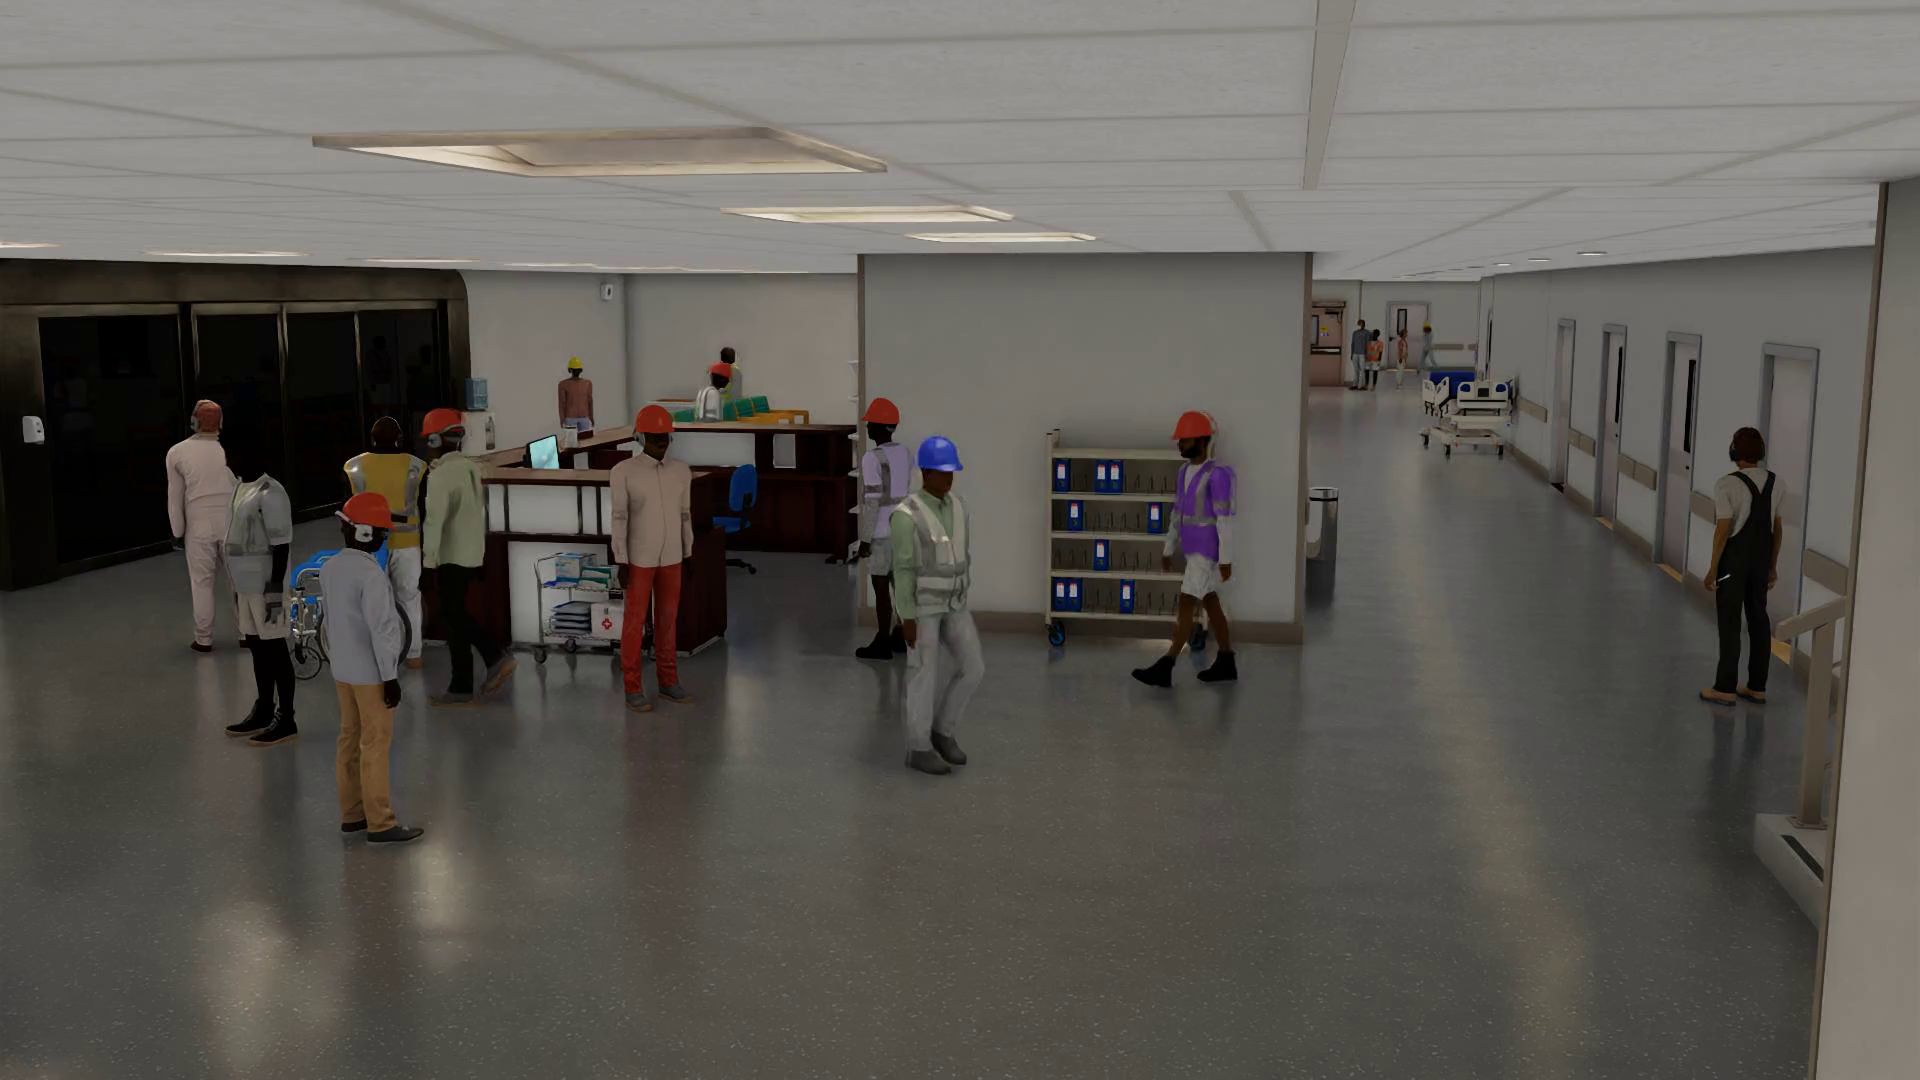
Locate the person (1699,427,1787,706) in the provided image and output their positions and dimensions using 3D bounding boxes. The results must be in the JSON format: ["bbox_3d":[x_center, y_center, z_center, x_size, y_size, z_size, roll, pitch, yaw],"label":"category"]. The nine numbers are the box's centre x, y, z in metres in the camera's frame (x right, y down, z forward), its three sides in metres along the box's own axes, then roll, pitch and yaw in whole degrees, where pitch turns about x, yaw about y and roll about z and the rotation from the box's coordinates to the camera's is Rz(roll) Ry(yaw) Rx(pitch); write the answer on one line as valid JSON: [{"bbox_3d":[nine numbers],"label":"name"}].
[{"bbox_3d":[5.158,0.176,10.958,0.514,1.842,0.327,-2,9,-12],"label":"person"}]

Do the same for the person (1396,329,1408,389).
[{"bbox_3d":[12.224,-4.999,45.978,0.307,1.639,0.525,4,10,27],"label":"person"}]

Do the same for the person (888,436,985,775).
[{"bbox_3d":[-0.131,0.374,9.362,0.464,1.926,0.639,8,12,43],"label":"person"}]

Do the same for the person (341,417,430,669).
[{"bbox_3d":[-4.101,0.033,11.962,0.628,1.837,0.430,-3,9,-17],"label":"person"}]

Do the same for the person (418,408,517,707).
[{"bbox_3d":[-3.290,0.122,10.886,0.491,1.972,0.629,0,9,1],"label":"person"}]

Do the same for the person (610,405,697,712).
[{"bbox_3d":[-1.996,0.111,10.891,0.610,1.996,0.384,-8,12,-42],"label":"person"}]

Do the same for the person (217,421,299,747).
[{"bbox_3d":[-4.239,0.258,10.035,0.375,1.959,0.603,-8,12,-44],"label":"person"}]

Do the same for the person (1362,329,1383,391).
[{"bbox_3d":[11.192,-4.872,45.016,0.560,1.676,0.351,7,11,41],"label":"person"}]

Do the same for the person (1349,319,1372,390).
[{"bbox_3d":[10.895,-5.042,45.276,0.372,1.940,0.632,-7,11,-38],"label":"person"}]

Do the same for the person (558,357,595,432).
[{"bbox_3d":[-5.563,-1.773,24.158,0.533,1.768,0.310,-6,10,-33],"label":"person"}]

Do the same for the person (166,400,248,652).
[{"bbox_3d":[-5.654,-0.109,12.628,0.651,1.913,0.409,-5,10,-32],"label":"person"}]

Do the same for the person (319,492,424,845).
[{"bbox_3d":[-2.930,0.632,8.266,0.563,1.741,0.339,8,12,43],"label":"person"}]

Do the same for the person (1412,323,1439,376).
[{"bbox_3d":[14.789,-6.009,52.502,0.912,1.696,0.495,-3,9,-19],"label":"person"}]

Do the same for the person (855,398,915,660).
[{"bbox_3d":[-0.572,-0.084,12.361,0.349,1.942,0.545,5,10,30],"label":"person"}]

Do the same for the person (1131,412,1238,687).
[{"bbox_3d":[1.545,0.069,11.491,0.936,1.891,0.562,-3,9,-19],"label":"person"}]
